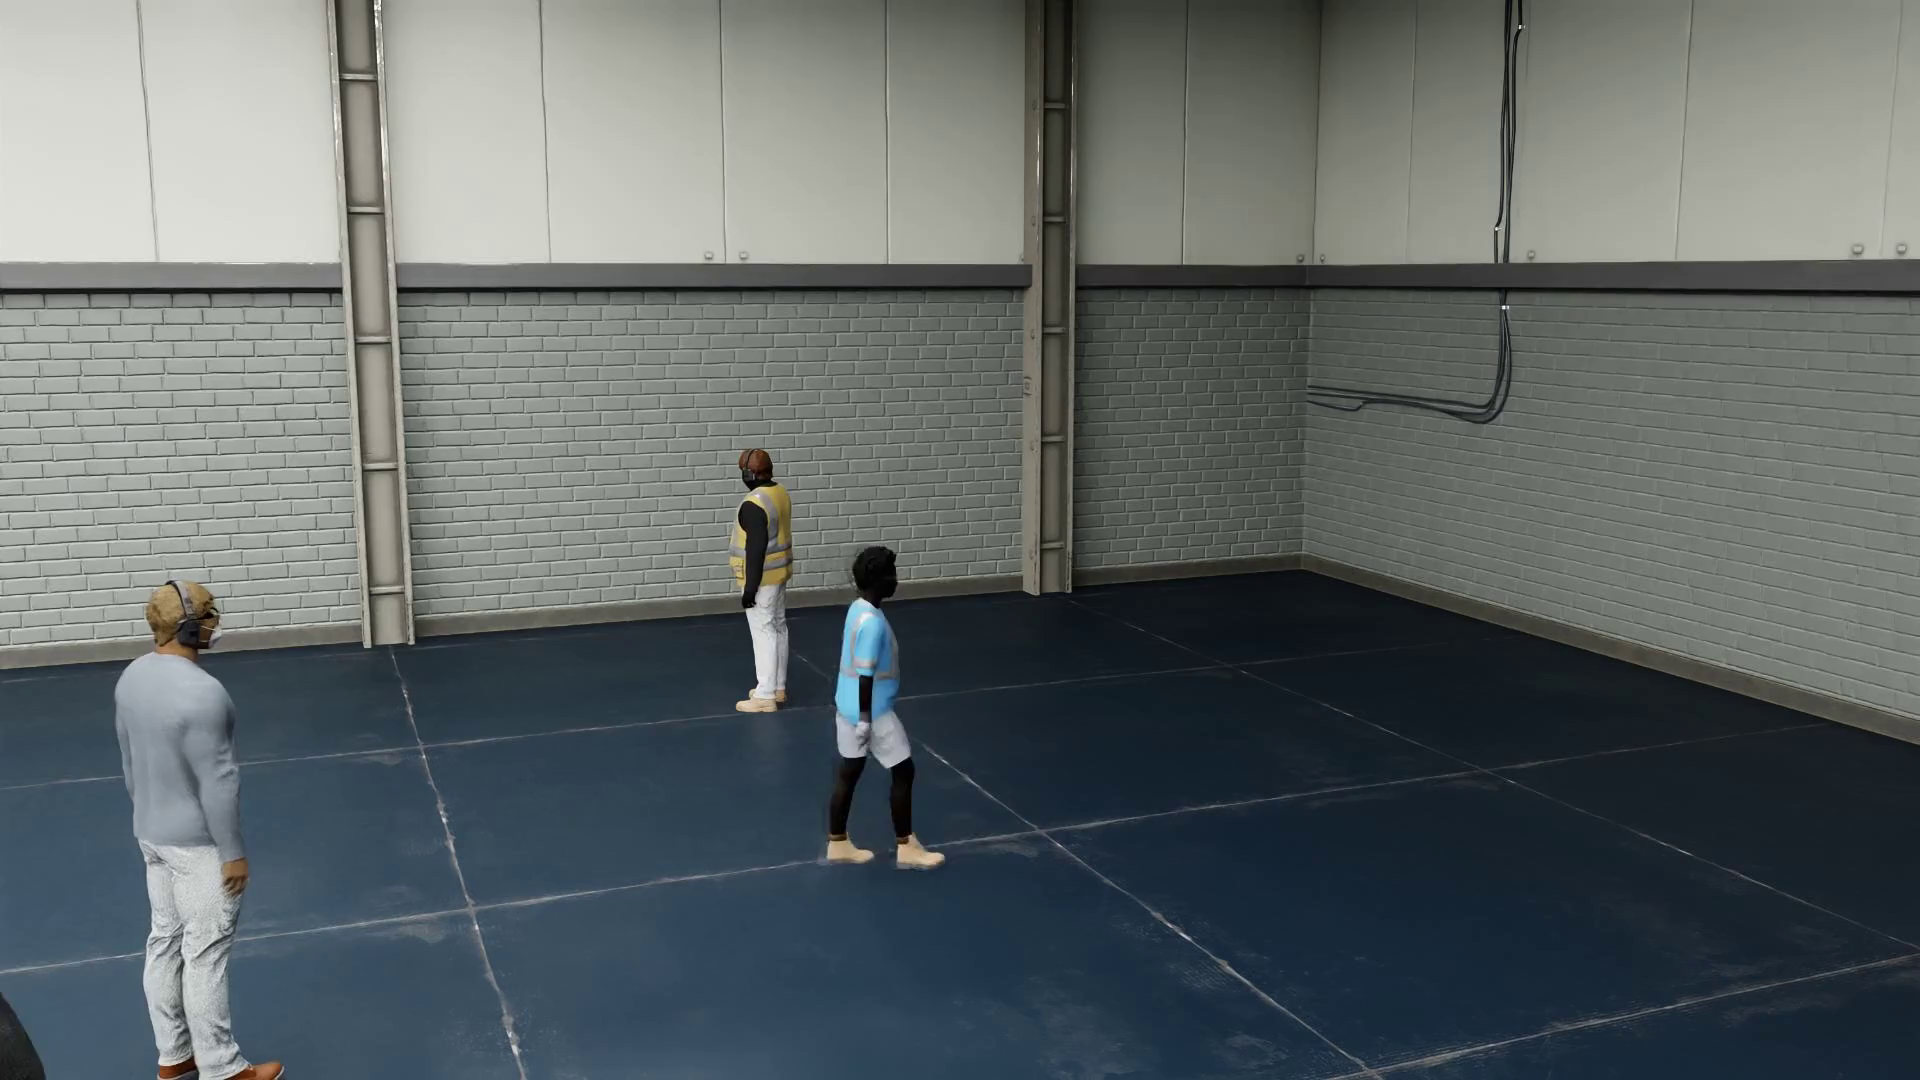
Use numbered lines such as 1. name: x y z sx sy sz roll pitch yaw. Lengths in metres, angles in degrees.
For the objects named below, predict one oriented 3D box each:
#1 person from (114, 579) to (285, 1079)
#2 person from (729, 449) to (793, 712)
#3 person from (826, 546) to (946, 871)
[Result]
1. person: -2.829 1.100 6.126 0.627 1.940 0.371 7 11 37
2. person: -1.392 0.279 11.606 0.430 1.840 0.621 2 9 13
3. person: -0.367 0.858 8.489 0.715 1.670 0.541 -2 9 -14
